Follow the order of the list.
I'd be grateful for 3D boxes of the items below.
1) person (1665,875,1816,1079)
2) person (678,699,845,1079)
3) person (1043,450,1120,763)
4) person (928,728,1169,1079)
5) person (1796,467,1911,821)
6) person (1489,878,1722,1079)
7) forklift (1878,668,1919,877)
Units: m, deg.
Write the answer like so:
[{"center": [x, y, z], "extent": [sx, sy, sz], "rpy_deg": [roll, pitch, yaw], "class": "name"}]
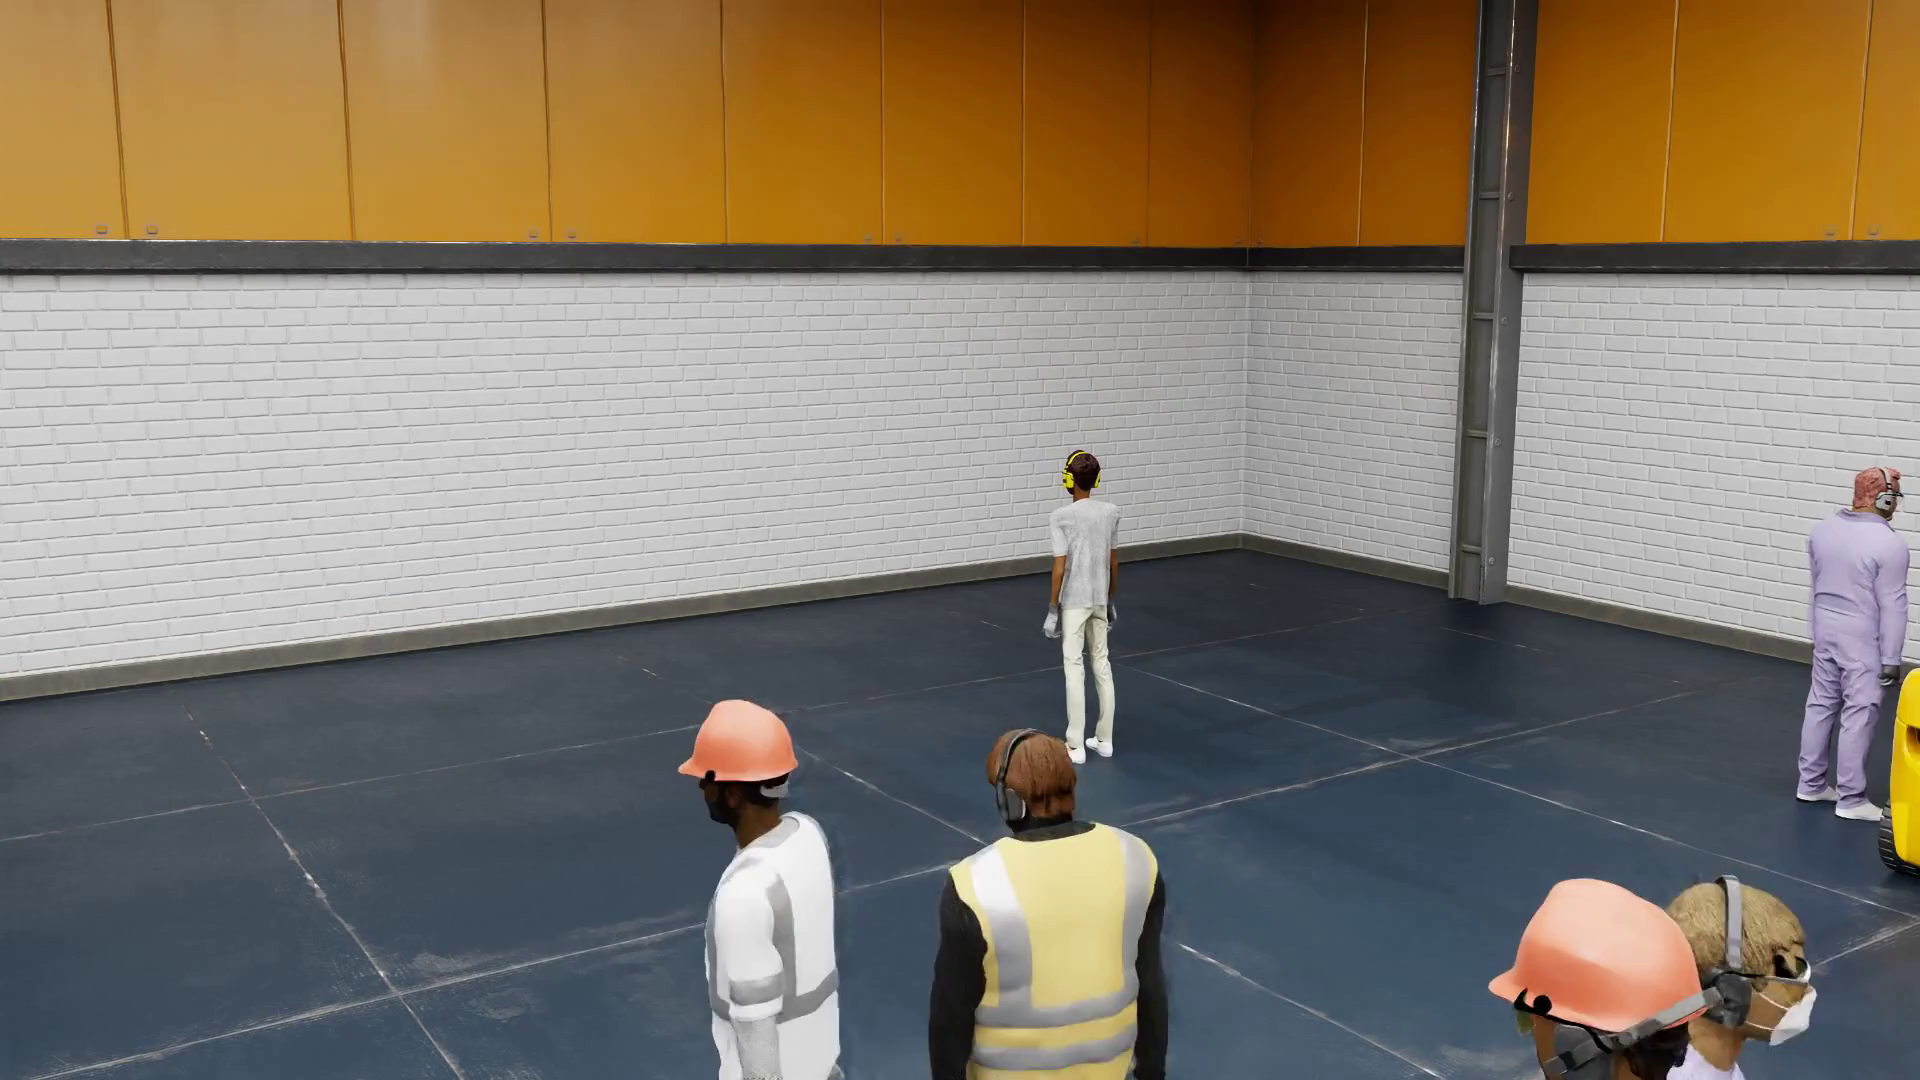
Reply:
[{"center": [1.255, 1.525, 2.949], "extent": [0.575, 1.925, 0.677], "rpy_deg": [4, 10, 21], "class": "person"}, {"center": [-0.447, 1.332, 4.272], "extent": [1.005, 1.897, 0.564], "rpy_deg": [3, 10, 20], "class": "person"}, {"center": [0.717, 0.399, 9.928], "extent": [0.521, 1.868, 0.335], "rpy_deg": [-6, 11, -31], "class": "person"}, {"center": [0.242, 1.378, 4.285], "extent": [0.641, 1.795, 0.941], "rpy_deg": [-4, 10, -23], "class": "person"}, {"center": [4.834, 0.550, 8.930], "extent": [0.402, 1.900, 0.641], "rpy_deg": [-2, 10, -13], "class": "person"}, {"center": [0.981, 1.523, 2.629], "extent": [0.604, 2.042, 0.381], "rpy_deg": [-7, 12, -36], "class": "person"}, {"center": [5.511, 0.571, 7.906], "extent": [2.313, 2.155, 1.214], "rpy_deg": [-6, 11, -33], "class": "forklift"}]
